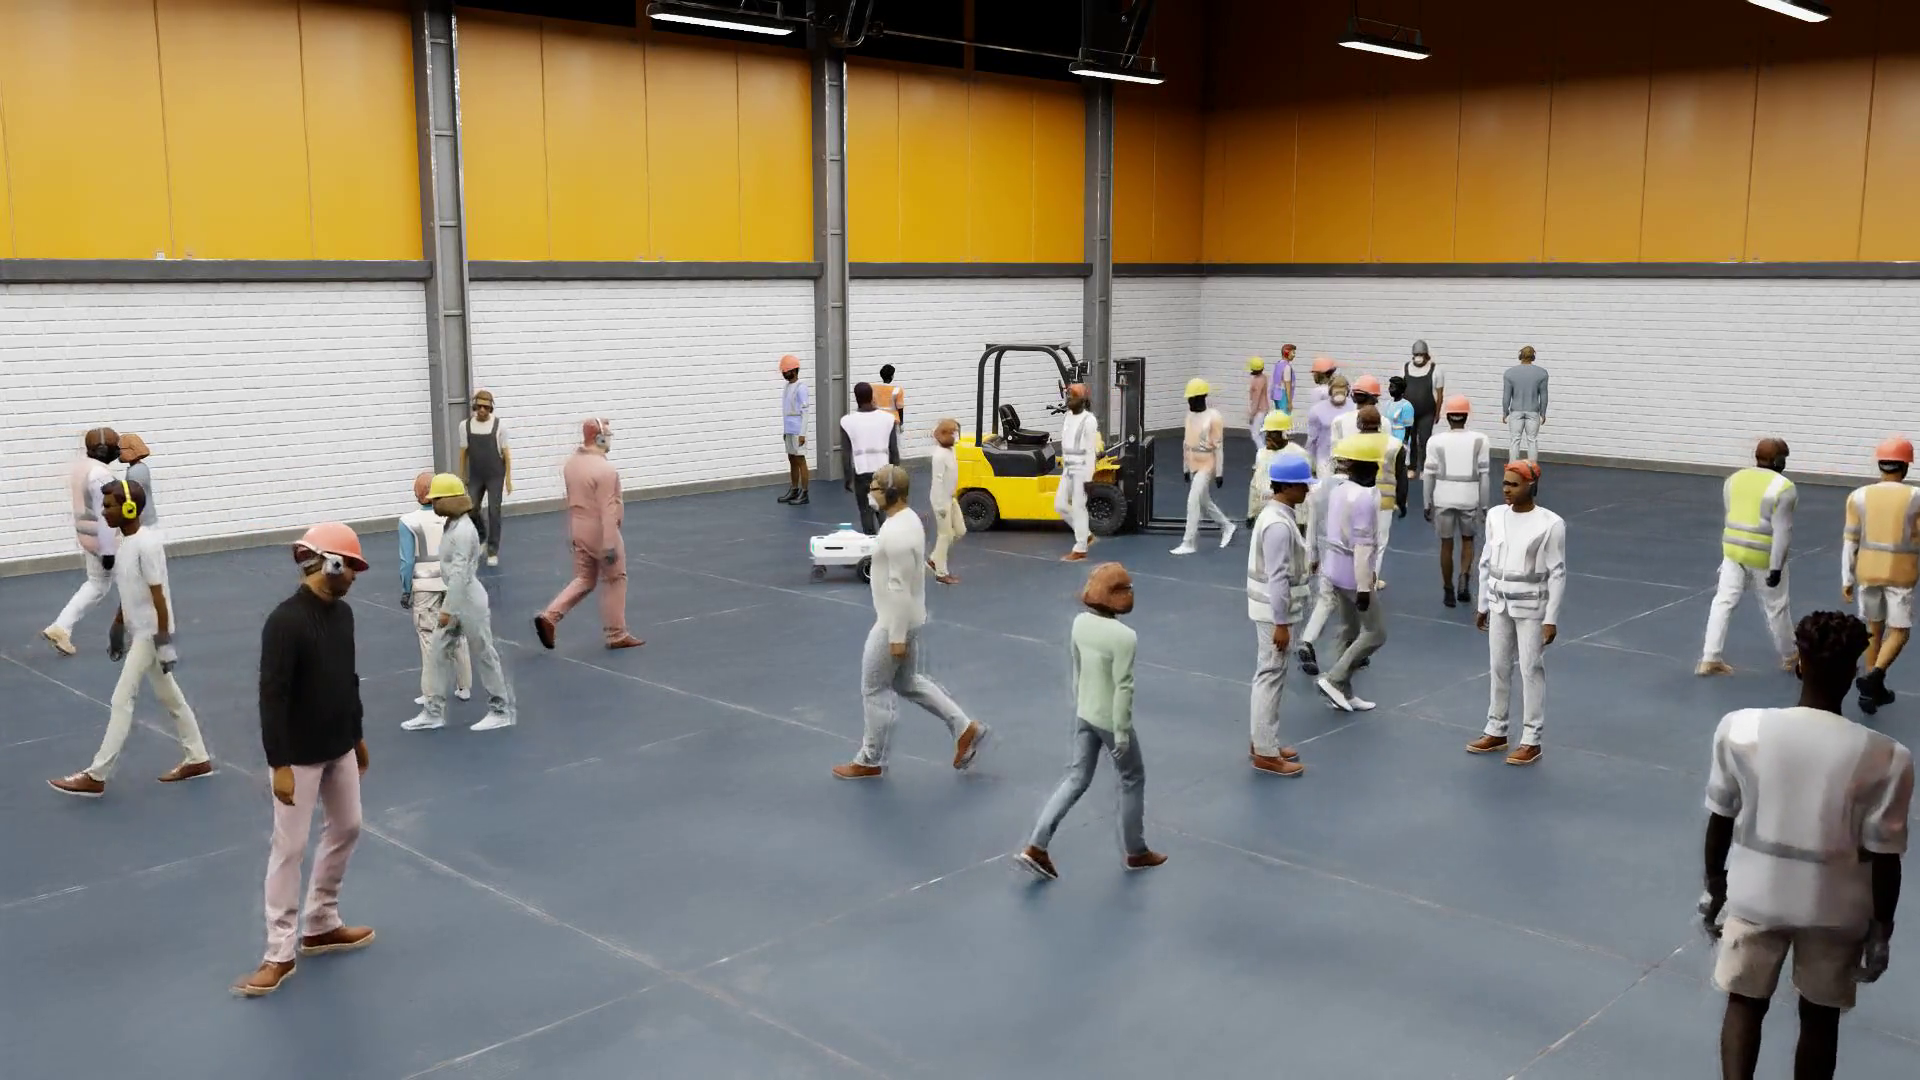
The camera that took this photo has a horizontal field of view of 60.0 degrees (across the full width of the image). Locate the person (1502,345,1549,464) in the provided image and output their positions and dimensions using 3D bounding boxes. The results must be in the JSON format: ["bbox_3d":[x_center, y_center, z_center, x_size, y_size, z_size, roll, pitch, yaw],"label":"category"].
[{"bbox_3d":[8.116,-1.824,23.917,0.627,1.941,0.371,3,10,17],"label":"person"}]

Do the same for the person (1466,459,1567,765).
[{"bbox_3d":[3.430,0.435,10.234,0.337,1.882,0.585,-6,11,-33],"label":"person"}]

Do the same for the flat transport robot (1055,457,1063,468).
[{"bbox_3d":[0.994,-1.104,24.607,0.652,0.197,1.431,7,12,38],"label":"flat transport robot"}]

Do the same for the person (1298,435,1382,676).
[{"bbox_3d":[2.829,0.126,12.372,0.599,1.810,0.779,8,12,40],"label":"person"}]

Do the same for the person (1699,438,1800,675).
[{"bbox_3d":[5.973,0.131,12.422,0.993,1.783,0.628,-5,10,-26],"label":"person"}]

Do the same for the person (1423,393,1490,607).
[{"bbox_3d":[4.459,-0.356,14.960,0.585,1.922,0.407,2,9,12],"label":"person"}]

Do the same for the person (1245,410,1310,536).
[{"bbox_3d":[2.742,-0.230,14.528,0.532,1.810,0.615,-5,10,-28],"label":"person"}]

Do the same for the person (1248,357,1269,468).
[{"bbox_3d":[4.514,-1.900,25.086,0.344,1.719,0.631,3,10,19],"label":"person"}]

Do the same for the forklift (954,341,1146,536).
[{"bbox_3d":[0.977,-1.223,19.452,2.313,2.155,1.214,2,9,11],"label":"forklift"}]

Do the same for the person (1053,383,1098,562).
[{"bbox_3d":[1.197,-0.693,17.202,0.417,1.868,0.612,-4,10,-25],"label":"person"}]

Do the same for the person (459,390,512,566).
[{"bbox_3d":[-4.854,-0.647,17.088,0.534,1.821,0.611,0,9,-1],"label":"person"}]

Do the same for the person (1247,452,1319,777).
[{"bbox_3d":[1.931,0.437,10.031,0.404,1.945,0.615,1,9,9],"label":"person"}]

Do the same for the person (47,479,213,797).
[{"bbox_3d":[-4.836,0.567,9.605,0.942,1.827,0.551,-6,11,-33],"label":"person"}]

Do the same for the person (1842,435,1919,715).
[{"bbox_3d":[6.287,0.244,11.325,0.771,1.919,0.566,-9,13,-43],"label":"person"}]

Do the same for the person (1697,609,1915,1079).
[{"bbox_3d":[2.706,1.190,5.395,0.615,1.948,0.696,6,11,33],"label":"person"}]

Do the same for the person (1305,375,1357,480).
[{"bbox_3d":[4.067,-0.854,18.091,0.661,1.907,0.719,0,9,3],"label":"person"}]

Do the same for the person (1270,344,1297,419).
[{"bbox_3d":[5.172,-2.214,26.621,0.388,1.836,0.564,-1,9,-7],"label":"person"}]

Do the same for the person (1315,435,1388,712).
[{"bbox_3d":[2.699,0.243,11.315,0.406,1.912,0.624,-1,9,-7],"label":"person"}]

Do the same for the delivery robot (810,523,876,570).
[{"bbox_3d":[-1.104,0.079,16.197,0.707,0.478,0.477,-1,9,-3],"label":"delivery robot"}]

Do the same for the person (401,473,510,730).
[{"bbox_3d":[-3.332,0.426,10.829,0.797,1.711,0.499,-6,11,-31],"label":"person"}]

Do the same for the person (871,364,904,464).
[{"bbox_3d":[-1.034,-1.631,23.502,0.534,1.691,0.318,3,10,15],"label":"person"}]

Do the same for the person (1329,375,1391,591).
[{"bbox_3d":[3.799,-0.536,15.710,0.615,2.039,0.390,8,12,39],"label":"person"}]

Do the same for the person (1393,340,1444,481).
[{"bbox_3d":[6.545,-1.869,23.887,0.690,2.000,0.829,5,10,26],"label":"person"}]

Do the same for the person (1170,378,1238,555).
[{"bbox_3d":[2.644,-0.801,17.833,0.892,1.890,0.589,-5,10,-26],"label":"person"}]

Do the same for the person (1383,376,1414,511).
[{"bbox_3d":[5.485,-1.216,20.934,0.317,1.697,0.533,-4,10,-21],"label":"person"}]

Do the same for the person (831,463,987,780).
[{"bbox_3d":[-0.299,0.492,9.829,0.864,1.913,0.640,0,9,2],"label":"person"}]

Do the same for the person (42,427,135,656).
[{"bbox_3d":[-6.759,0.013,13.058,0.626,1.813,0.833,9,13,44],"label":"person"}]

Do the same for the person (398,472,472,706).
[{"bbox_3d":[-3.636,0.344,11.549,0.515,1.636,0.314,-8,12,-41],"label":"person"}]

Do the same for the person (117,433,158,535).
[{"bbox_3d":[-7.089,-0.112,14.387,0.281,1.624,0.494,-3,10,-20],"label":"person"}]

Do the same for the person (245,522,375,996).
[{"bbox_3d":[-2.831,0.918,7.145,0.366,1.947,0.836,3,10,18],"label":"person"}]

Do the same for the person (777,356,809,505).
[{"bbox_3d":[-2.151,-1.412,21.436,0.388,1.926,0.546,-6,11,-30],"label":"person"}]

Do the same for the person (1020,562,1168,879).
[{"bbox_3d":[0.667,0.899,8.260,0.795,1.605,0.507,-6,11,-30],"label":"person"}]

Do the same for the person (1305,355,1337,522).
[{"bbox_3d":[4.351,-1.164,19.618,0.691,2.021,0.611,7,12,38],"label":"person"}]

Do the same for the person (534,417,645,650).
[{"bbox_3d":[-2.932,-0.033,13.131,0.796,1.881,0.651,-8,12,-41],"label":"person"}]

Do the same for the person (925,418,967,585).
[{"bbox_3d":[-0.117,-0.365,15.945,0.346,1.614,0.522,3,10,15],"label":"person"}]

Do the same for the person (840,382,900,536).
[{"bbox_3d":[-0.926,-0.668,17.001,0.608,1.890,0.467,-3,10,-19],"label":"person"}]

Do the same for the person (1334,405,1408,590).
[{"bbox_3d":[3.736,-0.321,15.112,0.638,1.799,0.916,3,10,20],"label":"person"}]
